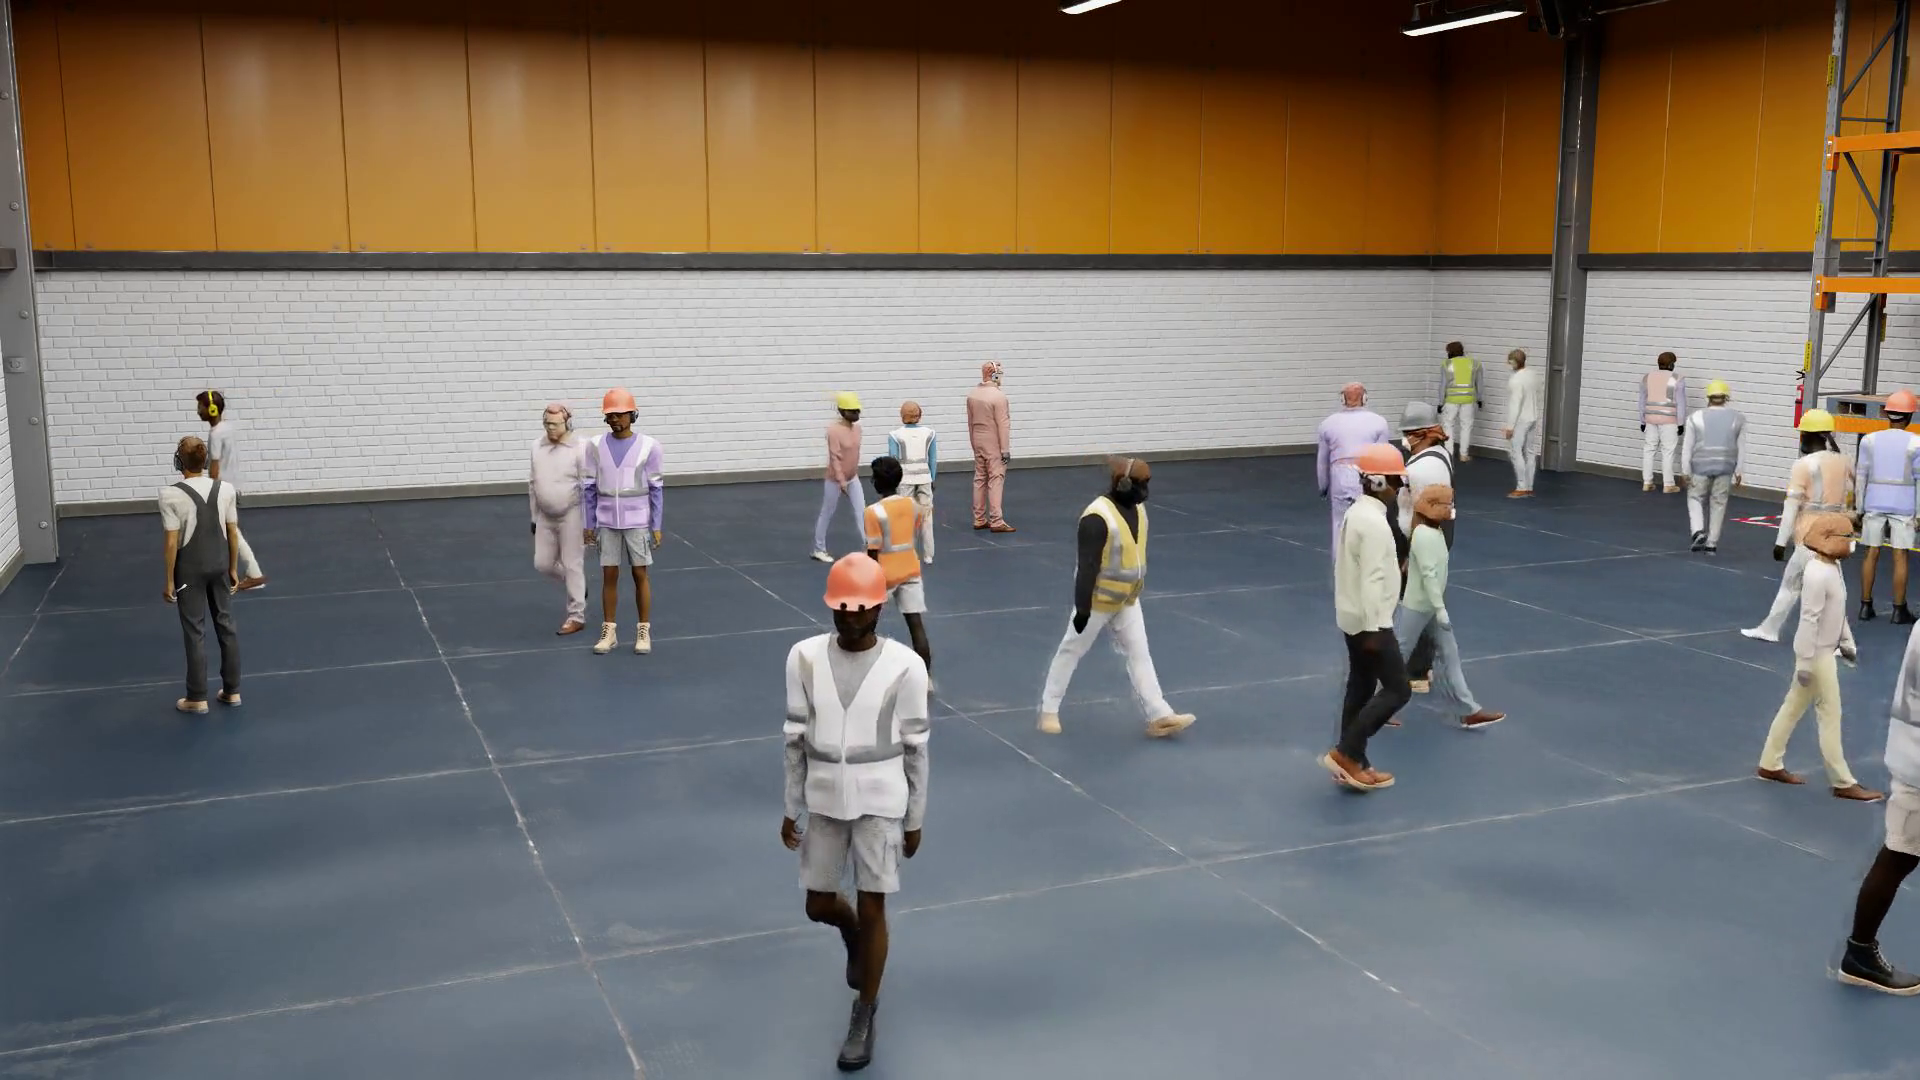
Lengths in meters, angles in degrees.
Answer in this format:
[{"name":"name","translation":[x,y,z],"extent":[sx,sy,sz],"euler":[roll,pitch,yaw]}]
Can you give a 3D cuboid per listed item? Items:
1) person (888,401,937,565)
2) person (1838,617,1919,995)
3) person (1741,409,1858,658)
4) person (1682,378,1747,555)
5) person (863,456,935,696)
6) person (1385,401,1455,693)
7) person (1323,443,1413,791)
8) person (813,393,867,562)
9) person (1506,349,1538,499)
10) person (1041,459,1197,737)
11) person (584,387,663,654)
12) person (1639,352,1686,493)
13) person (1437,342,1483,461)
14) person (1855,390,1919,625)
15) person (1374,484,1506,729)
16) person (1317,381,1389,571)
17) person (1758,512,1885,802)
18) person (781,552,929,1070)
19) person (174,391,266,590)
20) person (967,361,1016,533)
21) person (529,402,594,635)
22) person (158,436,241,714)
[{"name":"person","translation":[-0.466,-0.548,16.384],"extent":[0.515,1.636,0.314],"euler":[-3,10,-20]},{"name":"person","translation":[4.022,0.921,6.573],"extent":[0.916,1.930,0.639],"euler":[6,11,32]},{"name":"person","translation":[6.510,-0.062,12.726],"extent":[0.601,1.880,0.974],"euler":[-6,11,-33]},{"name":"person","translation":[7.681,-0.733,16.972],"extent":[0.606,1.821,0.442],"euler":[3,10,15]},{"name":"person","translation":[-0.508,0.236,11.572],"extent":[0.534,1.649,0.871],"euler":[-8,13,-42]},{"name":"person","translation":[3.160,0.036,11.621],"extent":[0.536,2.000,0.677],"euler":[4,10,24]},{"name":"person","translation":[2.317,0.442,9.336],"extent":[0.433,1.979,0.652],"euler":[0,9,2]},{"name":"person","translation":[-1.115,-0.598,16.461],"extent":[0.929,1.713,0.520],"euler":[7,12,37]},{"name":"person","translation":[7.176,-1.477,21.242],"extent":[0.367,1.908,0.706],"euler":[7,12,38]},{"name":"person","translation":[0.941,0.373,10.420],"extent":[1.017,1.771,0.693],"euler":[7,12,38]},{"name":"person","translation":[-2.566,-0.140,12.677],"extent":[0.605,2.045,0.378],"euler":[1,9,3]},{"name":"person","translation":[9.208,-1.542,21.789],"extent":[0.430,1.845,0.621],"euler":[-7,12,-37]},{"name":"person","translation":[7.563,-2.077,25.141],"extent":[0.735,1.819,0.430],"euler":[0,9,-2]},{"name":"person","translation":[7.730,-0.273,13.804],"extent":[0.375,1.938,0.548],"euler":[-9,13,-43]},{"name":"person","translation":[3.012,0.437,10.566],"extent":[0.866,1.587,0.504],"euler":[5,11,30]},{"name":"person","translation":[3.648,-0.514,15.392],"extent":[0.700,1.896,0.422],"euler":[5,10,26]},{"name":"person","translation":[4.866,0.636,9.323],"extent":[0.557,1.620,0.511],"euler":[6,11,31]},{"name":"person","translation":[-0.383,0.973,6.304],"extent":[0.566,1.924,0.643],"euler":[2,10,12]},{"name":"person","translation":[-6.756,-0.432,15.092],"extent":[0.727,1.843,0.568],"euler":[-3,10,-17]},{"name":"person","translation":[0.360,-1.039,18.541],"extent":[0.408,1.909,0.638],"euler":[-7,12,-36]},{"name":"person","translation":[-3.184,-0.182,13.443],"extent":[0.686,1.880,0.515],"euler":[4,10,24]},{"name":"person","translation":[-5.042,0.229,11.049],"extent":[0.345,1.846,0.506],"euler":[7,12,37]}]
